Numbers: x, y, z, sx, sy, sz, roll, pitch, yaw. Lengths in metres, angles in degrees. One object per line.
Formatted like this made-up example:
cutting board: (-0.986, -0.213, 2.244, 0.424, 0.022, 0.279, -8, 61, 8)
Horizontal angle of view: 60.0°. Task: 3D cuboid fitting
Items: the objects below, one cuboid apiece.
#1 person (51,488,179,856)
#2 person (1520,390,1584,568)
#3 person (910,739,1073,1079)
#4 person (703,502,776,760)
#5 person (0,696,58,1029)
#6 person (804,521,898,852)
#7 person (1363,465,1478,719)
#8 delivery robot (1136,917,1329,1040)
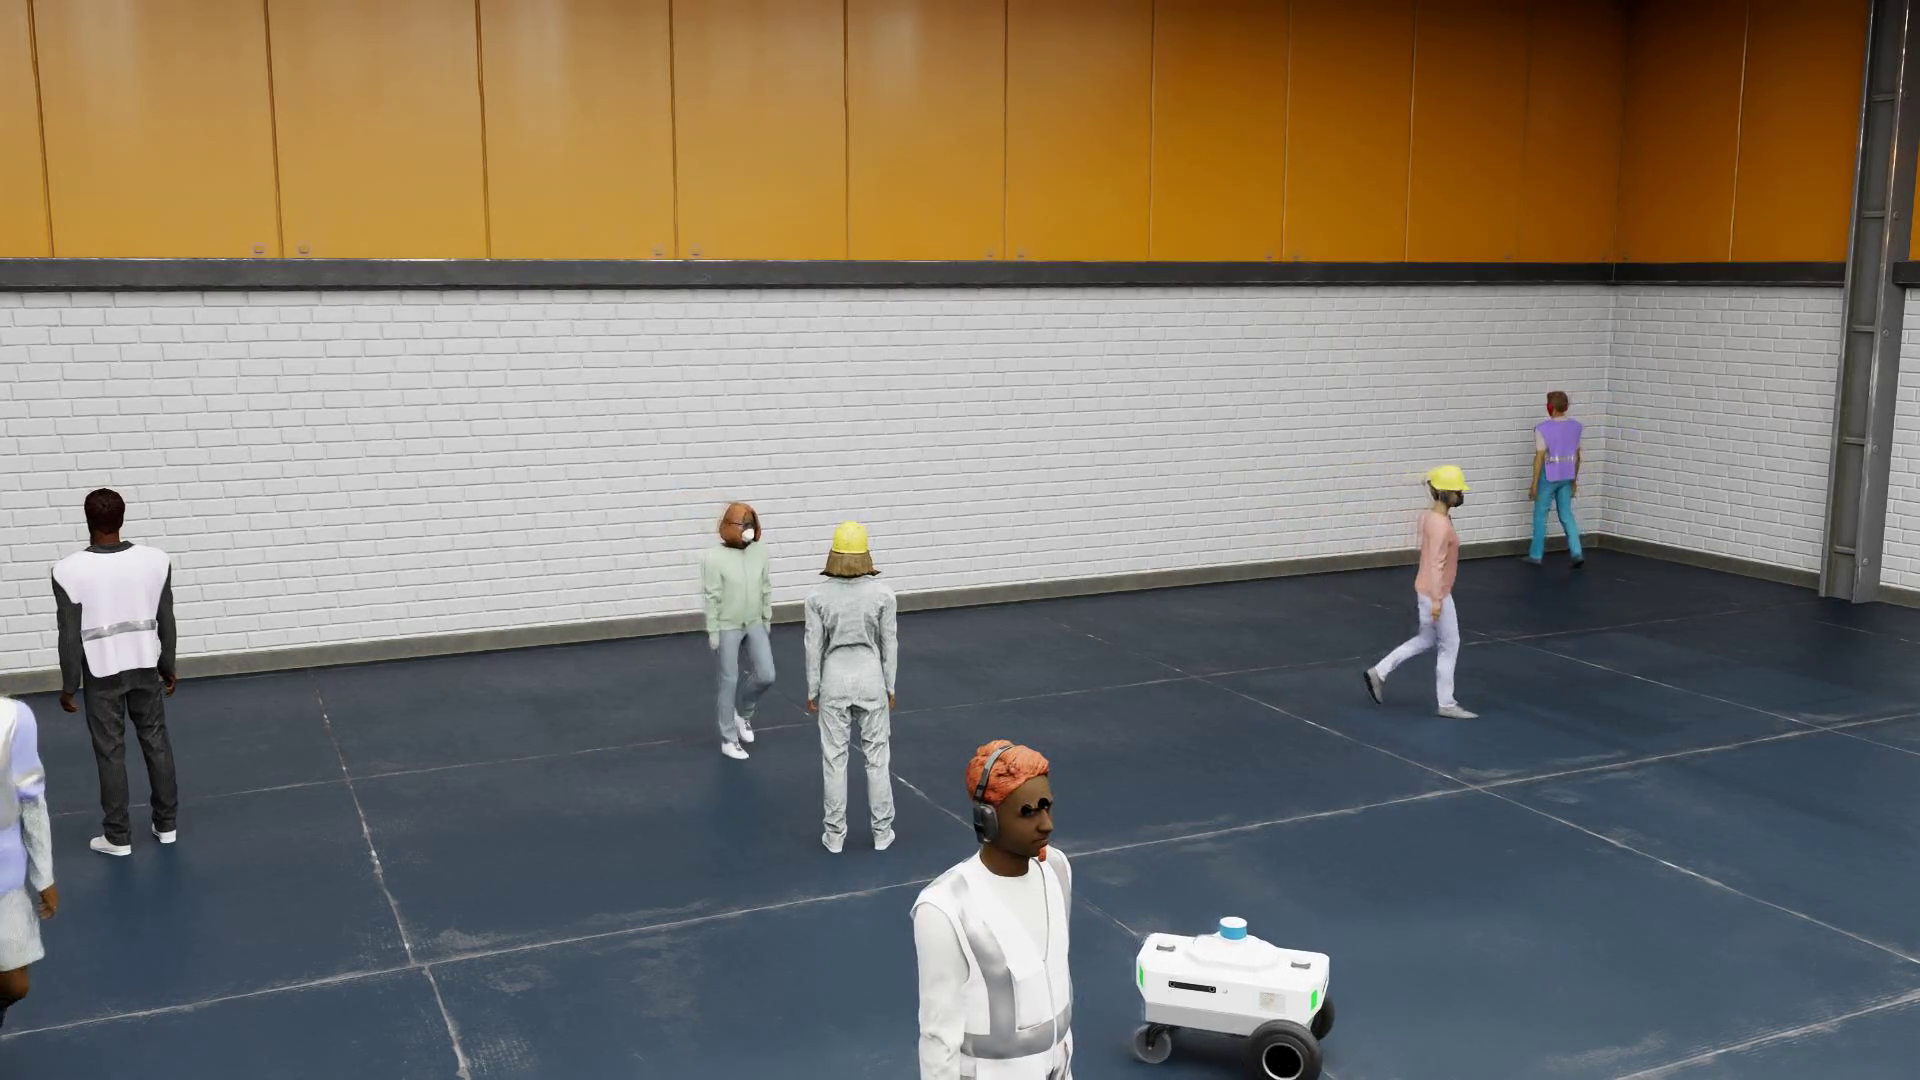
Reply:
person: (-4.381, 0.688, 8.680, 0.389, 1.918, 0.590, 8, 12, 42)
person: (6.122, -0.609, 17.095, 0.593, 1.863, 0.606, -3, 10, -19)
person: (0.114, 1.428, 4.198, 0.356, 1.883, 0.572, 7, 11, 35)
person: (-1.376, 0.562, 10.373, 0.503, 1.624, 0.371, -7, 12, -38)
person: (-3.465, 1.158, 5.768, 0.558, 1.922, 0.741, -7, 12, -39)
person: (-0.567, 0.769, 8.719, 0.485, 1.744, 0.309, -1, 9, -4)
person: (3.163, 0.347, 11.313, 0.692, 1.748, 0.523, 1, 9, 7)
delivery robot: (1.041, 1.692, 6.379, 0.707, 0.478, 0.477, 3, 10, 18)
